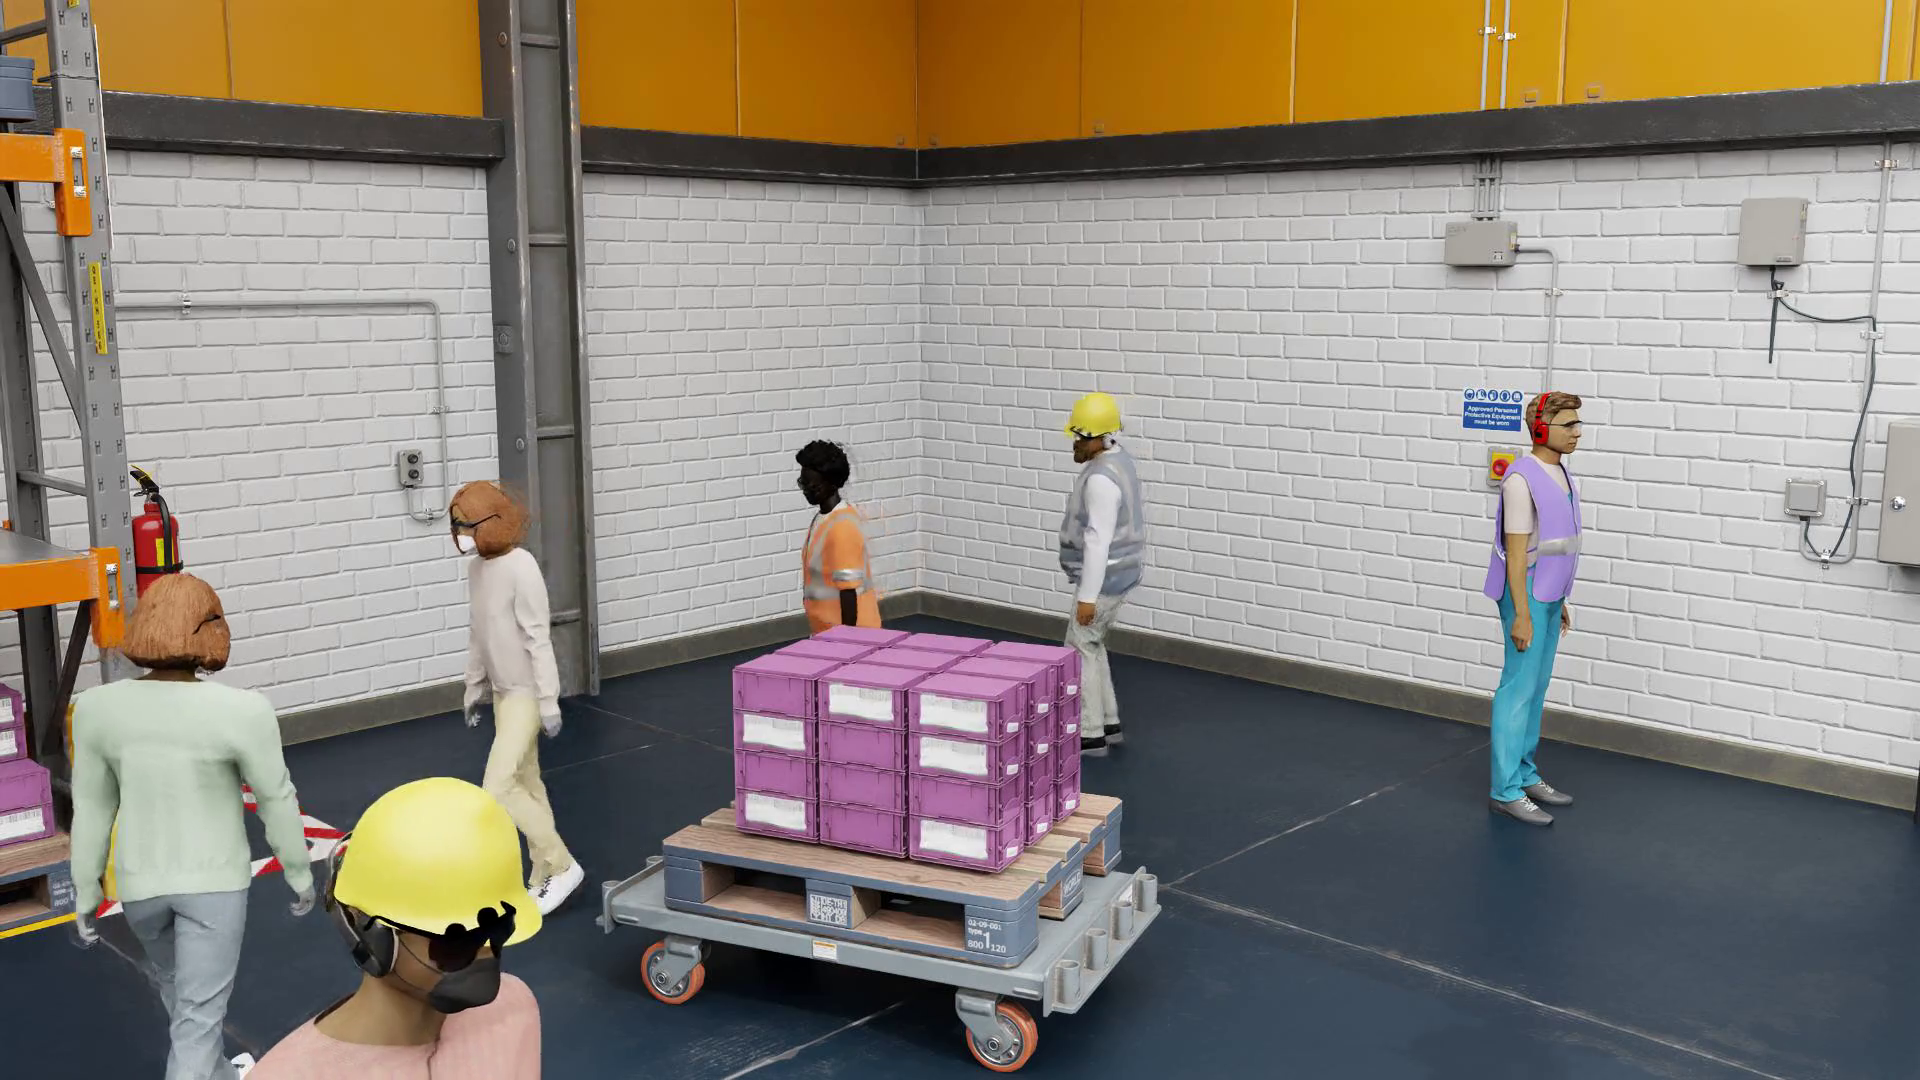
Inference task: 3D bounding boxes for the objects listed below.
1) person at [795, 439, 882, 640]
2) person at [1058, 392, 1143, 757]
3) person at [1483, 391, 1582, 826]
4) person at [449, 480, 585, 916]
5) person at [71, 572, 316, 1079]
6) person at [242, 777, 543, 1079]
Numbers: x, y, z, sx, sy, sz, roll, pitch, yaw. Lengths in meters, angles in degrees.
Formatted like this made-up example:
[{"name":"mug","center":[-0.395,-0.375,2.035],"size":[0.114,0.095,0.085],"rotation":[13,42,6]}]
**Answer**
[{"name":"person","center":[-0.432,0.378,7.155],"size":[0.751,1.657,0.567],"rotation":[-2,10,-14]},{"name":"person","center":[0.661,0.176,7.989],"size":[0.420,1.790,0.633],"rotation":[2,9,12]},{"name":"person","center":[2.483,0.277,7.205],"size":[0.389,1.847,0.563],"rotation":[7,11,35]},{"name":"person","center":[-1.621,0.583,6.030],"size":[0.379,1.609,0.527],"rotation":[-7,11,-36]},{"name":"person","center":[-1.943,0.868,4.314],"size":[0.532,1.594,0.799],"rotation":[0,9,2]},{"name":"person","center":[-0.750,1.149,2.193],"size":[0.481,1.736,0.556],"rotation":[5,10,26]}]
